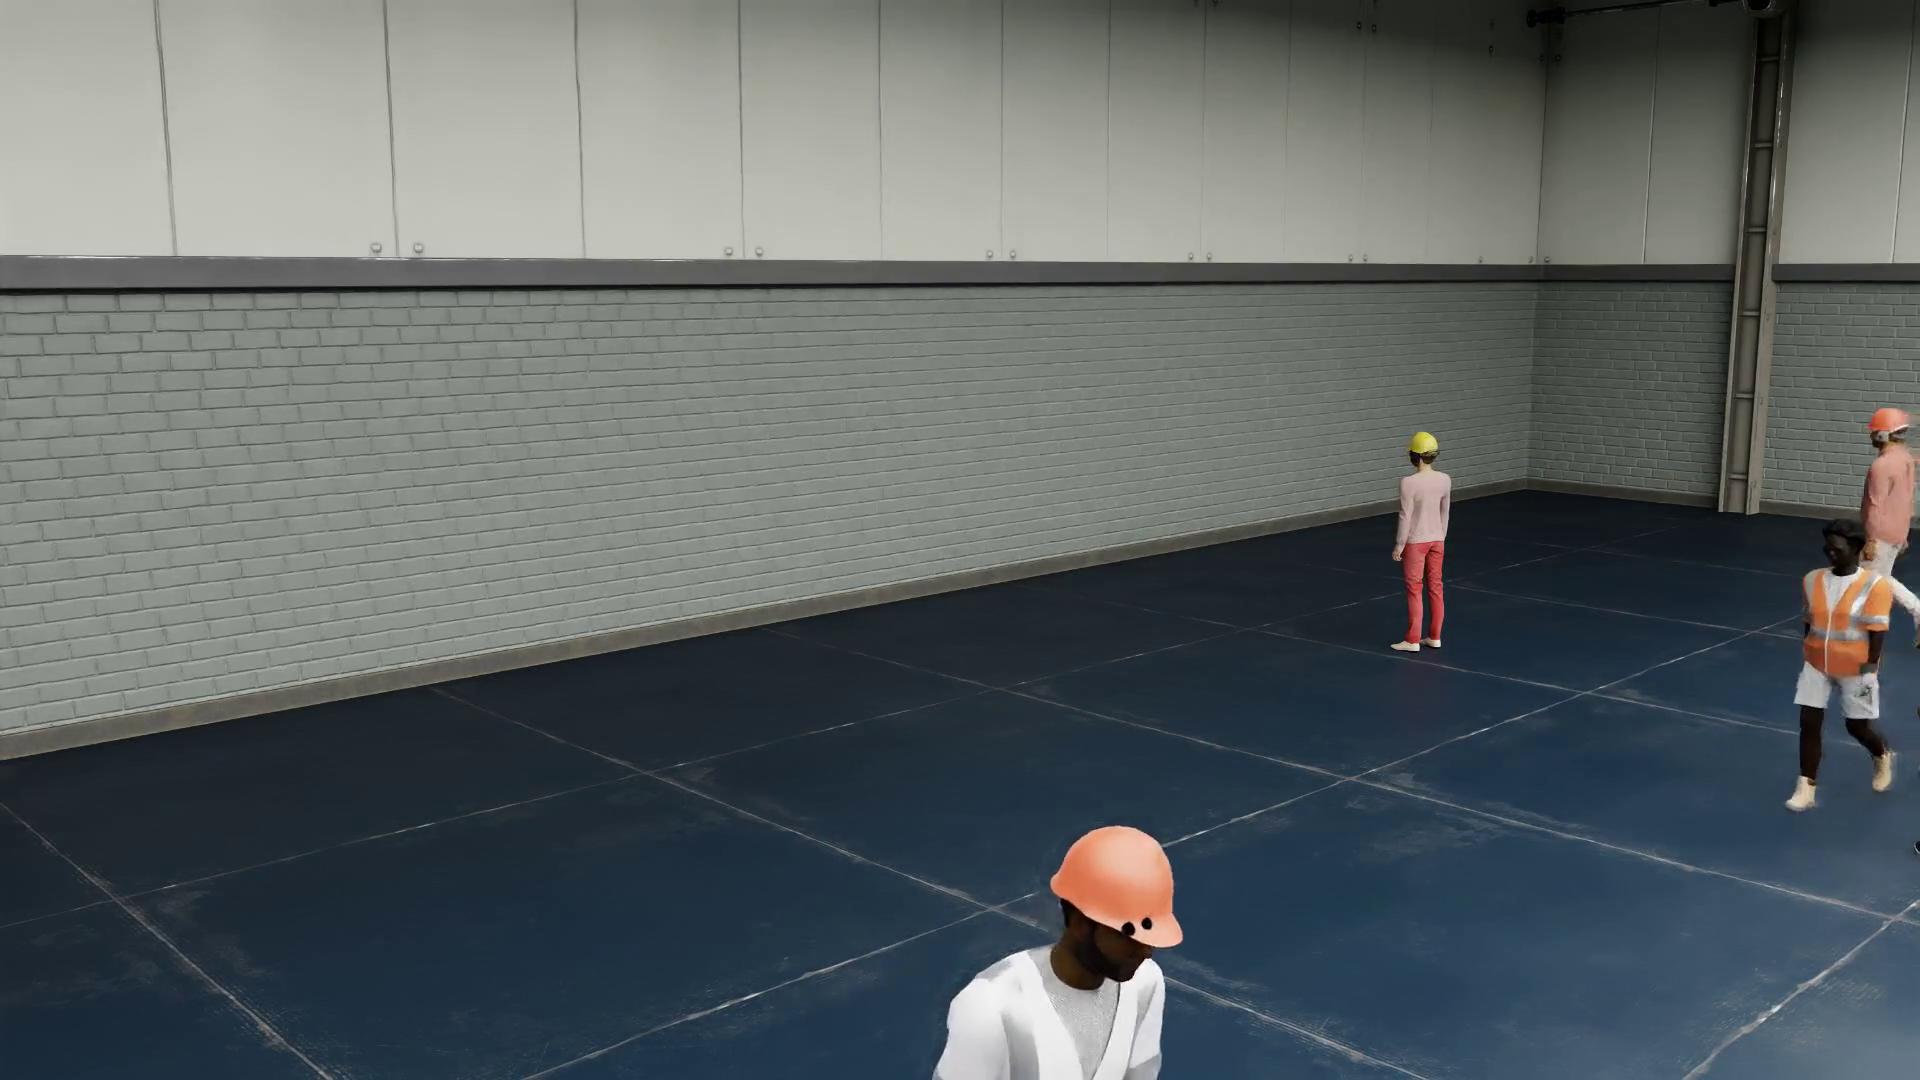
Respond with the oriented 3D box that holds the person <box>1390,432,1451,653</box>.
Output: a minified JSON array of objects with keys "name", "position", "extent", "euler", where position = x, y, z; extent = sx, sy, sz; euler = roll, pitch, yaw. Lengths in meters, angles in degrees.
[{"name":"person","position":[3.677,0.020,13.283],"extent":[0.524,1.772,0.309],"euler":[-5,10,-28]}]

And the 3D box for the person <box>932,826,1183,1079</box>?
[{"name":"person","position":[0.197,1.517,3.724],"extent":[0.582,1.855,0.987],"euler":[-7,12,-38]}]

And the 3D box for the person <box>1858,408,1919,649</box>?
[{"name":"person","position":[7.358,-0.051,13.105],"extent":[0.620,1.977,0.645],"euler":[-8,12,-39]}]

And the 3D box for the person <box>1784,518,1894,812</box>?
[{"name":"person","position":[5.005,0.693,9.392],"extent":[0.681,1.673,0.534],"euler":[-6,11,-33]}]

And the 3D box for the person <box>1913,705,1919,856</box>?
[{"name":"person","position":[5.187,0.763,8.465],"extent":[0.593,1.837,0.404],"euler":[0,9,2]}]
